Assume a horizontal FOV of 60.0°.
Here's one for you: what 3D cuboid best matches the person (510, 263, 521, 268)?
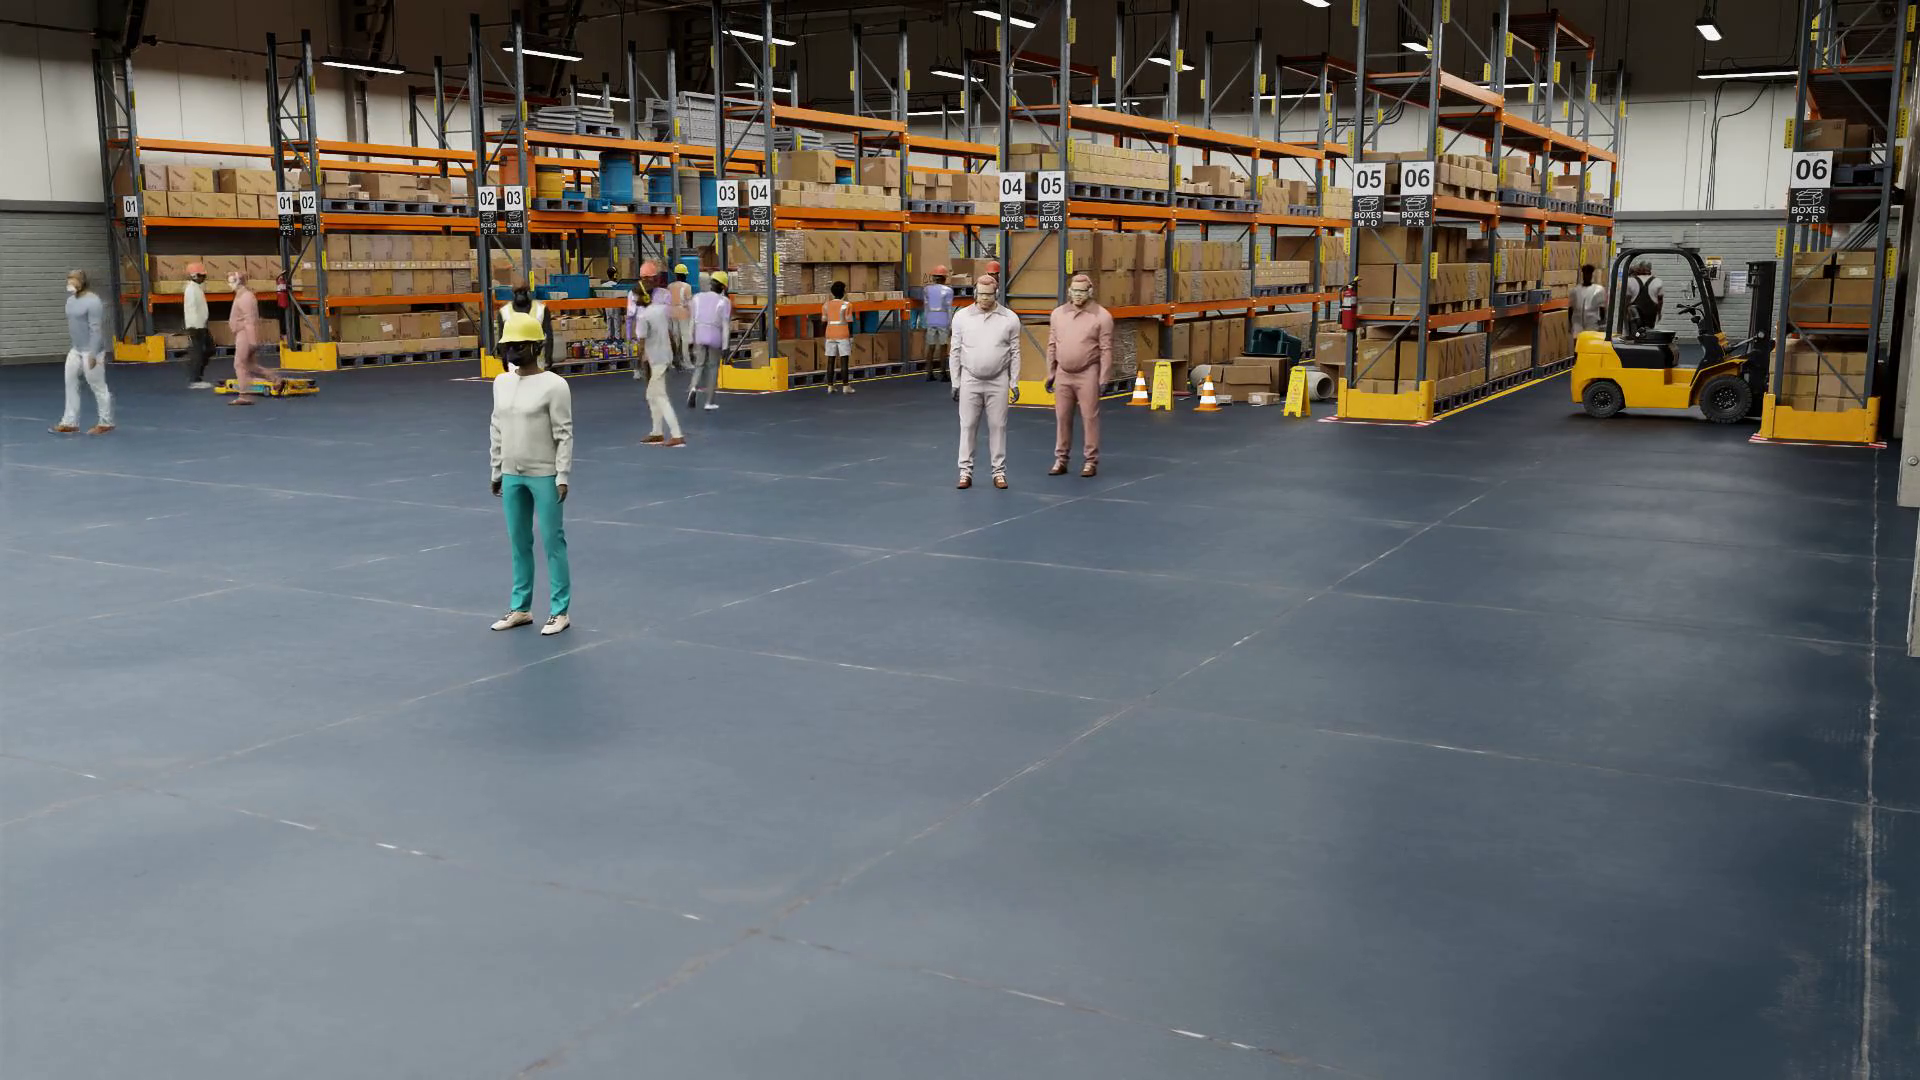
[{"bbox_3d":[-9.851,-5.181,36.912,0.546,1.925,0.415,5,11,29],"label":"person"}]

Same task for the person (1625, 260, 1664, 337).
[{"bbox_3d":[13.257,-4.446,32.269,0.703,2.000,0.947,4,10,22],"label":"person"}]

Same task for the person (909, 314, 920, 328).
[{"bbox_3d":[-1.078,-5.162,37.043,0.633,1.841,0.429,7,12,35],"label":"person"}]

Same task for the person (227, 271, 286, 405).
[{"bbox_3d":[-9.887,-2.818,23.221,0.660,1.874,0.638,-3,10,-15],"label":"person"}]

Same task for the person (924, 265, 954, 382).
[{"bbox_3d":[-0.333,-3.559,27.458,0.545,1.924,0.424,5,11,25],"label":"person"}]

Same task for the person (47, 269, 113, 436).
[{"bbox_3d":[-10.120,-2.127,19.034,0.660,1.919,0.757,6,11,31],"label":"person"}]

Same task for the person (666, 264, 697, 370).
[{"bbox_3d":[-5.097,-4.078,30.445,0.585,1.927,0.366,6,11,32],"label":"person"}]

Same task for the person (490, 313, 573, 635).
[{"bbox_3d":[-2.363,-0.358,9.140,0.524,1.769,0.314,4,11,23],"label":"person"}]

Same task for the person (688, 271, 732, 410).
[{"bbox_3d":[-3.375,-2.666,22.311,0.670,1.878,0.609,3,10,16],"label":"person"}]

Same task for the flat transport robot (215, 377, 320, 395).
[{"bbox_3d":[-10.399,-2.314,24.962,1.431,0.197,0.652,4,11,24],"label":"flat transport robot"}]

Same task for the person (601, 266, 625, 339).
[{"bbox_3d":[-6.766,-4.403,32.518,0.516,1.872,0.327,4,11,23],"label":"person"}]

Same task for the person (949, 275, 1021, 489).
[{"bbox_3d":[0.223,-1.399,14.844,0.638,1.902,0.407,0,10,-1],"label":"person"}]

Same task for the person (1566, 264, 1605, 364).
[{"bbox_3d":[10.829,-3.799,28.777,0.610,1.950,0.649,5,11,29],"label":"person"}]

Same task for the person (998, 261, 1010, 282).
[{"bbox_3d":[0.656,-3.706,28.090,0.664,1.986,0.928,3,10,19],"label":"person"}]

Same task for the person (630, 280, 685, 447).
[{"bbox_3d":[-3.330,-1.904,18.038,0.687,1.813,0.607,3,10,15],"label":"person"}]

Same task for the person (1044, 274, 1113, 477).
[{"bbox_3d":[1.106,-1.541,15.683,0.643,1.904,0.400,5,11,26],"label":"person"}]

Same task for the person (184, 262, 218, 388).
[{"bbox_3d":[-11.950,-3.364,26.117,0.451,1.973,0.647,-2,10,-13],"label":"person"}]

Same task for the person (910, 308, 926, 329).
[{"bbox_3d":[-0.904,-5.020,36.234,0.563,1.835,0.397,1,10,8],"label":"person"}]

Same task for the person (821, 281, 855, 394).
[{"bbox_3d":[-1.834,-3.045,25.071,0.534,1.697,0.322,5,11,27],"label":"person"}]

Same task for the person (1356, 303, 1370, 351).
[{"bbox_3d":[8.827,-5.053,36.366,0.511,1.860,0.332,2,10,11],"label":"person"}]

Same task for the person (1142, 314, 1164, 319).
[{"bbox_3d":[4.020,-4.713,34.436,0.624,1.838,0.430,9,14,44],"label":"person"}]

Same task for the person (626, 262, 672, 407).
[{"bbox_3d":[-4.317,-2.867,23.170,0.625,2.001,1.044,-1,10,-4],"label":"person"}]

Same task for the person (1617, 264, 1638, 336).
[{"bbox_3d":[13.770,-4.681,34.052,0.645,1.908,0.904,3,10,20],"label":"person"}]

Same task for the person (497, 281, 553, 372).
[{"bbox_3d":[-5.138,-2.165,19.698,0.620,1.789,1.010,-3,10,-18],"label":"person"}]

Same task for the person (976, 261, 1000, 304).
[{"bbox_3d":[0.503,-3.177,24.972,0.612,1.995,0.377,3,10,16],"label":"person"}]
